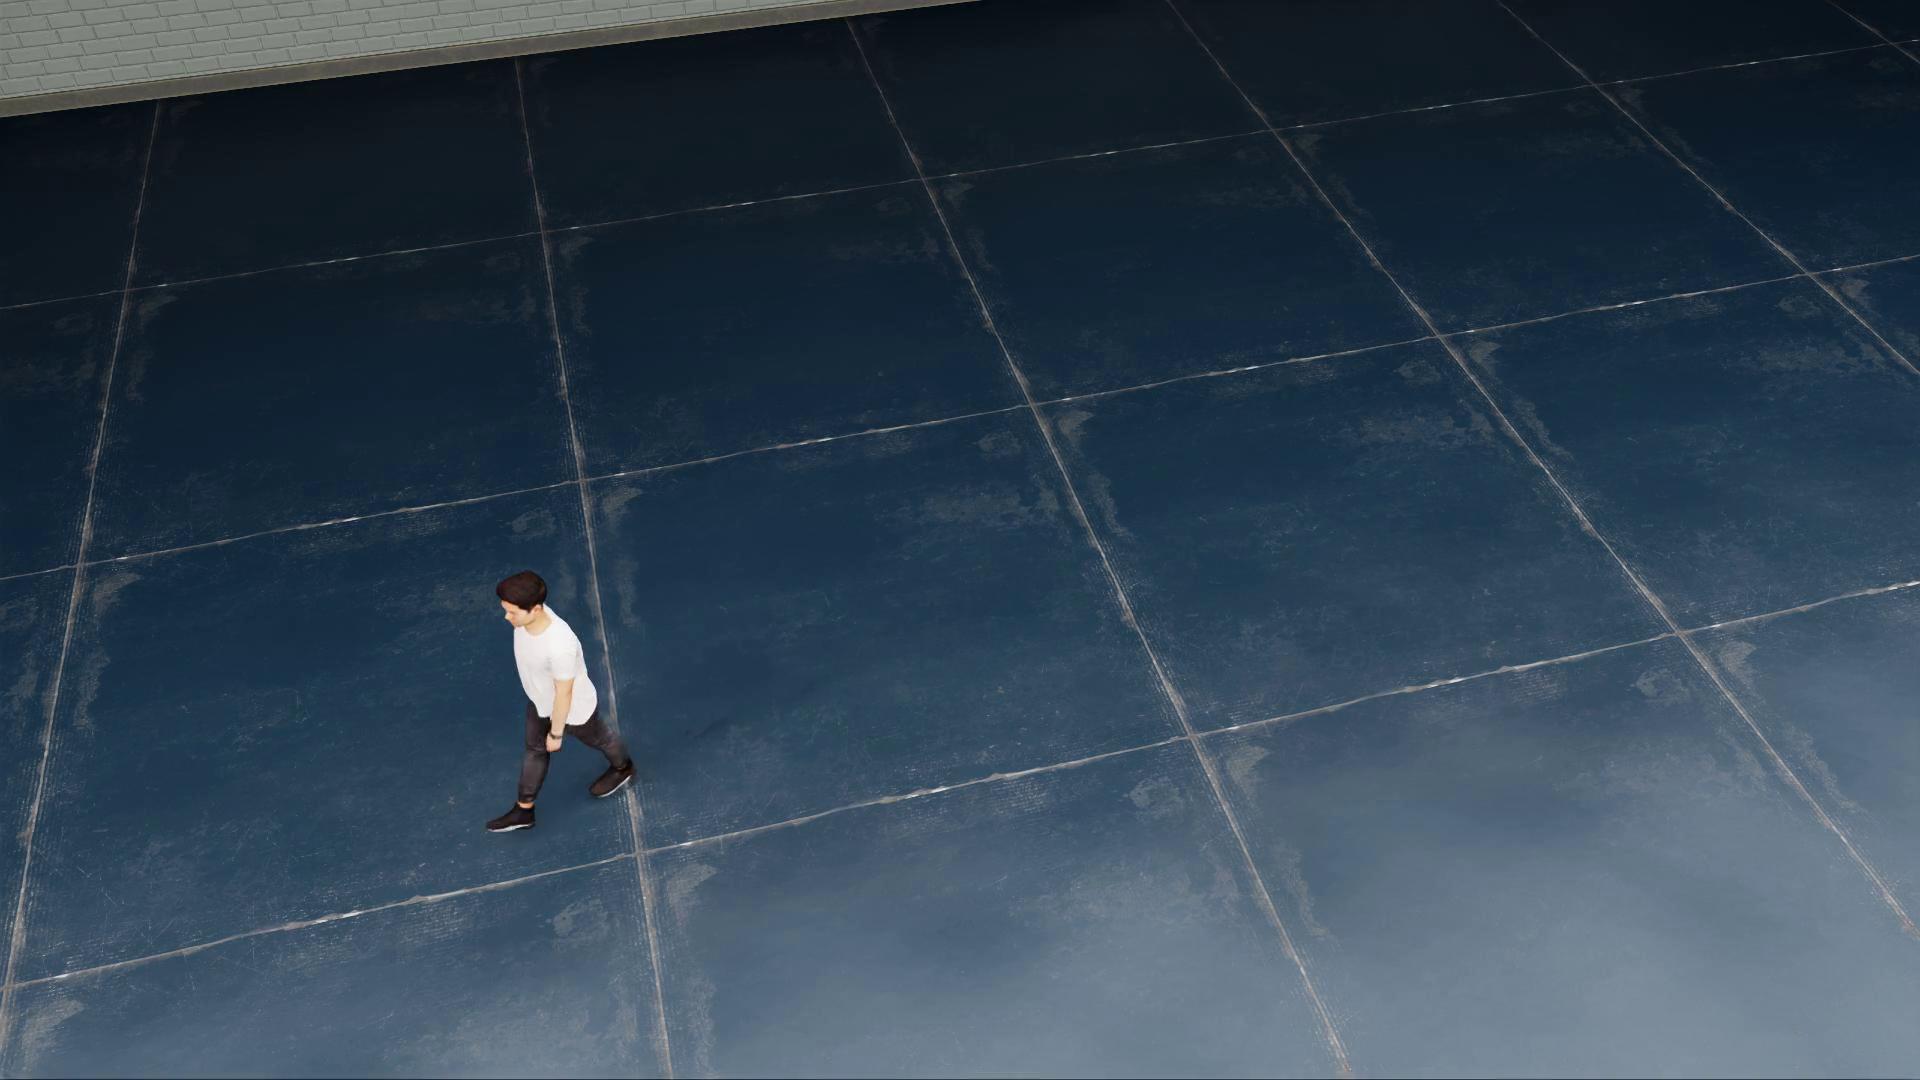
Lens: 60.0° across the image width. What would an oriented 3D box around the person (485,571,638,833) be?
[{"bbox_3d":[-1.880,0.732,8.171,1.029,1.680,1.096,-34,53,-31],"label":"person"}]
